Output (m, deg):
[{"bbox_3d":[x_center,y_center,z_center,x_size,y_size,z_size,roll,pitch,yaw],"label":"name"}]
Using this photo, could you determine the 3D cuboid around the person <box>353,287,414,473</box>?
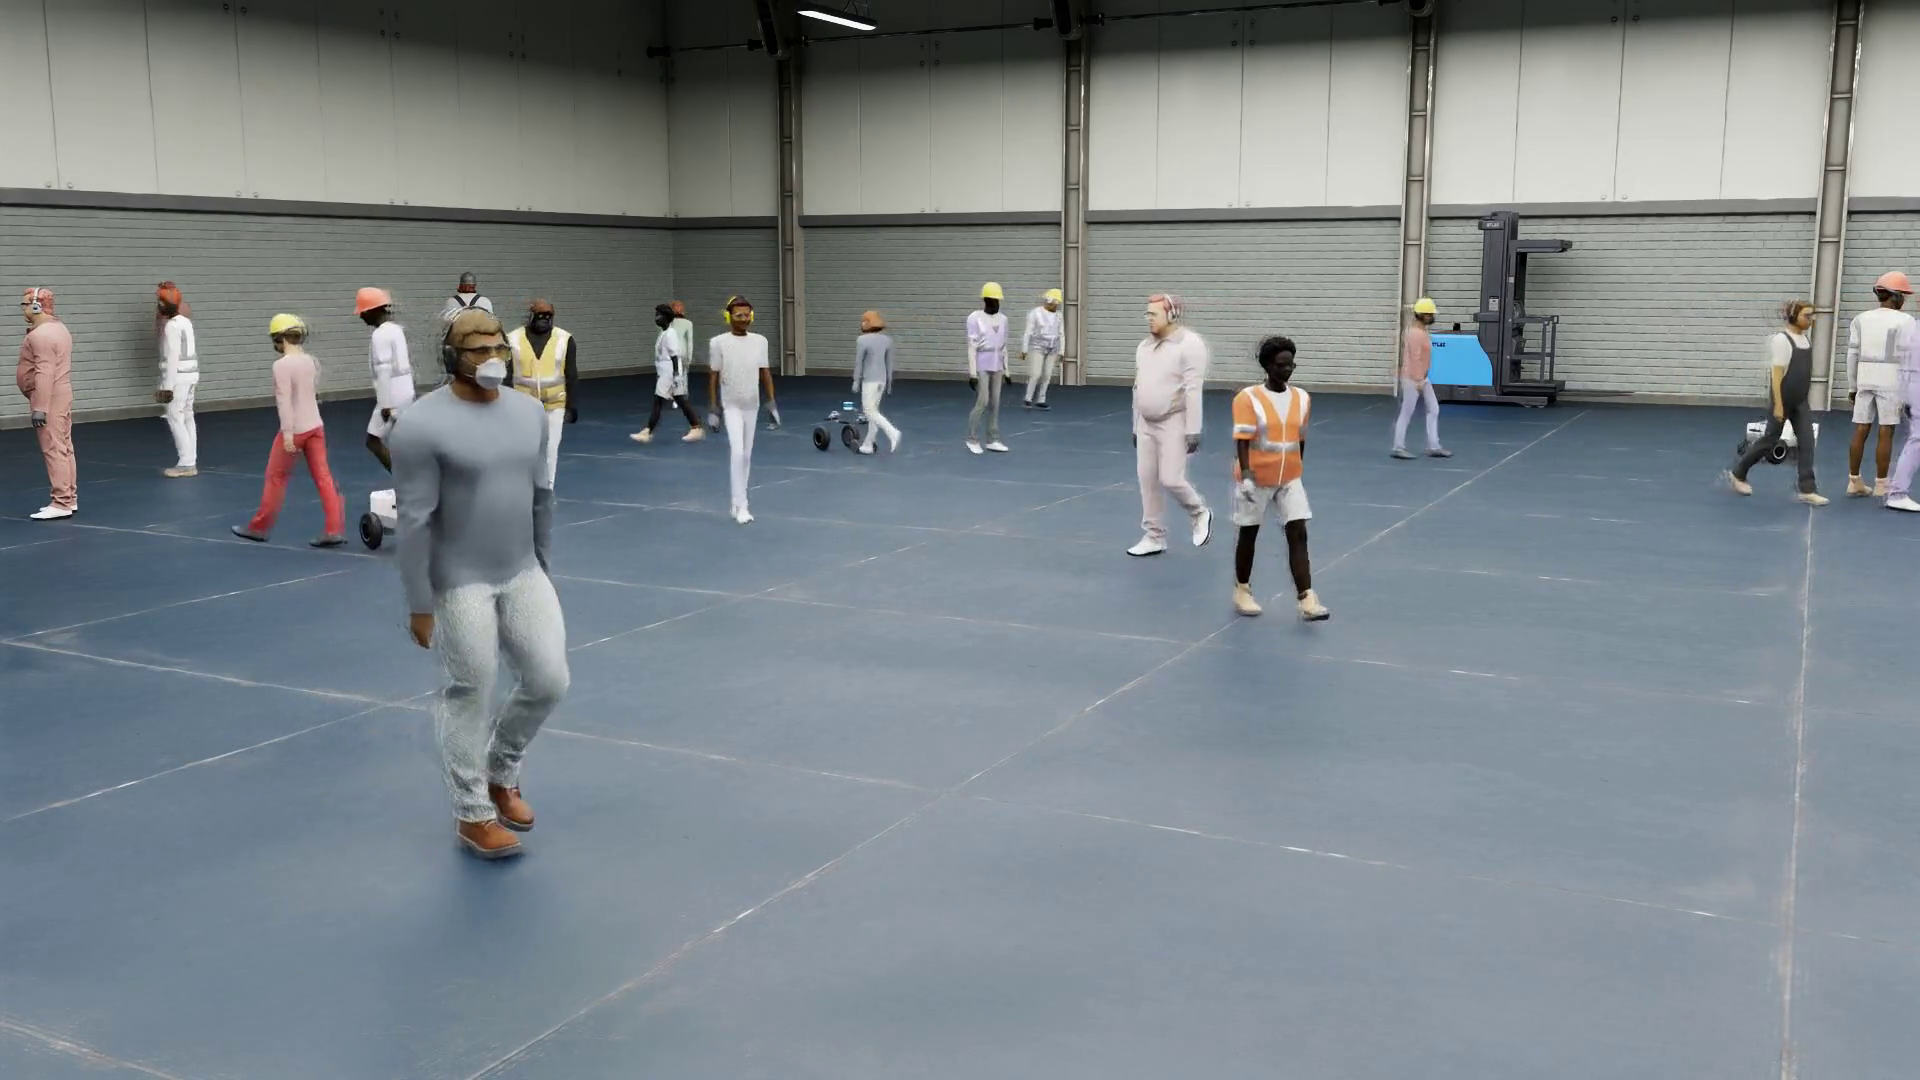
[{"bbox_3d":[-4.904,-1.205,14.245,0.468,1.906,0.581,0,9,1],"label":"person"}]

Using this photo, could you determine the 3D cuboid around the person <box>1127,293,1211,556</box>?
[{"bbox_3d":[1.510,-0.827,11.989,0.551,1.887,0.660,-7,12,-38],"label":"person"}]

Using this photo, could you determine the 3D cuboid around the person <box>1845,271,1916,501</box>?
[{"bbox_3d":[8.307,-1.388,14.976,0.393,2.039,0.613,-4,10,-25],"label":"person"}]

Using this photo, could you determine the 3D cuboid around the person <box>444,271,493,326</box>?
[{"bbox_3d":[-7.038,-2.819,23.932,0.679,2.000,0.537,-2,9,-12],"label":"person"}]

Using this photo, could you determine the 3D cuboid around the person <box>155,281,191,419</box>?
[{"bbox_3d":[-10.980,-2.649,23.182,0.409,1.904,0.640,1,9,3],"label":"person"}]

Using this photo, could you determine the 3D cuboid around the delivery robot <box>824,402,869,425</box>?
[{"bbox_3d":[-1.283,-1.464,19.059,0.335,0.223,0.699,-8,12,-41],"label":"delivery robot"}]

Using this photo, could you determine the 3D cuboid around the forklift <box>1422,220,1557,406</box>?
[{"bbox_3d":[8.245,-3.527,25.720,1.873,2.768,1.129,5,10,27],"label":"forklift"}]

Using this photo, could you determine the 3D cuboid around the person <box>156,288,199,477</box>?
[{"bbox_3d":[-7.832,-1.570,16.659,0.377,1.867,0.621,-1,9,-7],"label":"person"}]

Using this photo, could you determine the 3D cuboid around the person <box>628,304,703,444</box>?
[{"bbox_3d":[-3.487,-1.973,19.770,0.897,1.646,0.544,-3,10,-17],"label":"person"}]

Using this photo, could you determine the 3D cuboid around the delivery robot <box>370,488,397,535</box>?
[{"bbox_3d":[-4.065,-0.240,12.311,0.477,0.478,0.707,-9,13,-44],"label":"delivery robot"}]

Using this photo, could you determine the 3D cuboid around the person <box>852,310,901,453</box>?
[{"bbox_3d":[-0.924,-1.757,18.562,0.666,1.612,0.509,8,12,39],"label":"person"}]

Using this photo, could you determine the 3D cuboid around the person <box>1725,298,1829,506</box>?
[{"bbox_3d":[7.334,-1.248,14.831,0.521,1.816,0.915,-5,10,-28],"label":"person"}]

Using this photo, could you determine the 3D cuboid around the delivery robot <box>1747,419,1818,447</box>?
[{"bbox_3d":[8.903,-1.163,18.003,0.707,0.478,0.477,-2,10,-15],"label":"delivery robot"}]

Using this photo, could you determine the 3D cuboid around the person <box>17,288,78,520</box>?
[{"bbox_3d":[-7.593,-1.134,13.824,0.407,1.908,0.641,-3,10,-16],"label":"person"}]

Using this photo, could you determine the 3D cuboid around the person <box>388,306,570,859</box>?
[{"bbox_3d":[-1.638,0.159,5.776,0.441,1.925,0.656,7,12,38],"label":"person"}]

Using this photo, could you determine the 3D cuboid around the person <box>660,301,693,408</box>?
[{"bbox_3d":[-4.260,-2.790,25.026,0.503,1.585,0.842,-1,9,-8],"label":"person"}]

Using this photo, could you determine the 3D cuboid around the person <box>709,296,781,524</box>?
[{"bbox_3d":[-1.715,-1.043,13.493,0.515,1.841,0.829,-6,11,-31],"label":"person"}]

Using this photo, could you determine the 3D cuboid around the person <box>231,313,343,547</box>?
[{"bbox_3d":[-5.025,-0.812,12.393,0.905,1.721,0.524,2,9,12],"label":"person"}]

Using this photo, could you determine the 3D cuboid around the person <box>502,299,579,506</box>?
[{"bbox_3d":[-3.640,-1.183,14.439,0.651,1.816,0.468,-2,9,-13],"label":"person"}]

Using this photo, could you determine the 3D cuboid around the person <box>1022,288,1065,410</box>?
[{"bbox_3d":[1.259,-2.799,24.451,0.617,1.787,0.486,-6,11,-31],"label":"person"}]

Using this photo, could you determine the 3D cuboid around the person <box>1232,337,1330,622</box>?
[{"bbox_3d":[1.850,-0.339,9.675,0.542,1.662,0.831,-3,10,-17],"label":"person"}]

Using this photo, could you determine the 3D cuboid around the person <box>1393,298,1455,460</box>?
[{"bbox_3d":[5.063,-1.732,17.985,0.749,1.737,0.557,5,10,29],"label":"person"}]

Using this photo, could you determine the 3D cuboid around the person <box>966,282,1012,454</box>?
[{"bbox_3d":[0.339,-1.955,18.845,0.605,1.931,0.390,-8,12,-41],"label":"person"}]

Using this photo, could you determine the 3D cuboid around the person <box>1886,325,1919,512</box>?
[{"bbox_3d":[8.380,-1.165,14.088,0.898,1.870,0.679,2,10,15],"label":"person"}]
